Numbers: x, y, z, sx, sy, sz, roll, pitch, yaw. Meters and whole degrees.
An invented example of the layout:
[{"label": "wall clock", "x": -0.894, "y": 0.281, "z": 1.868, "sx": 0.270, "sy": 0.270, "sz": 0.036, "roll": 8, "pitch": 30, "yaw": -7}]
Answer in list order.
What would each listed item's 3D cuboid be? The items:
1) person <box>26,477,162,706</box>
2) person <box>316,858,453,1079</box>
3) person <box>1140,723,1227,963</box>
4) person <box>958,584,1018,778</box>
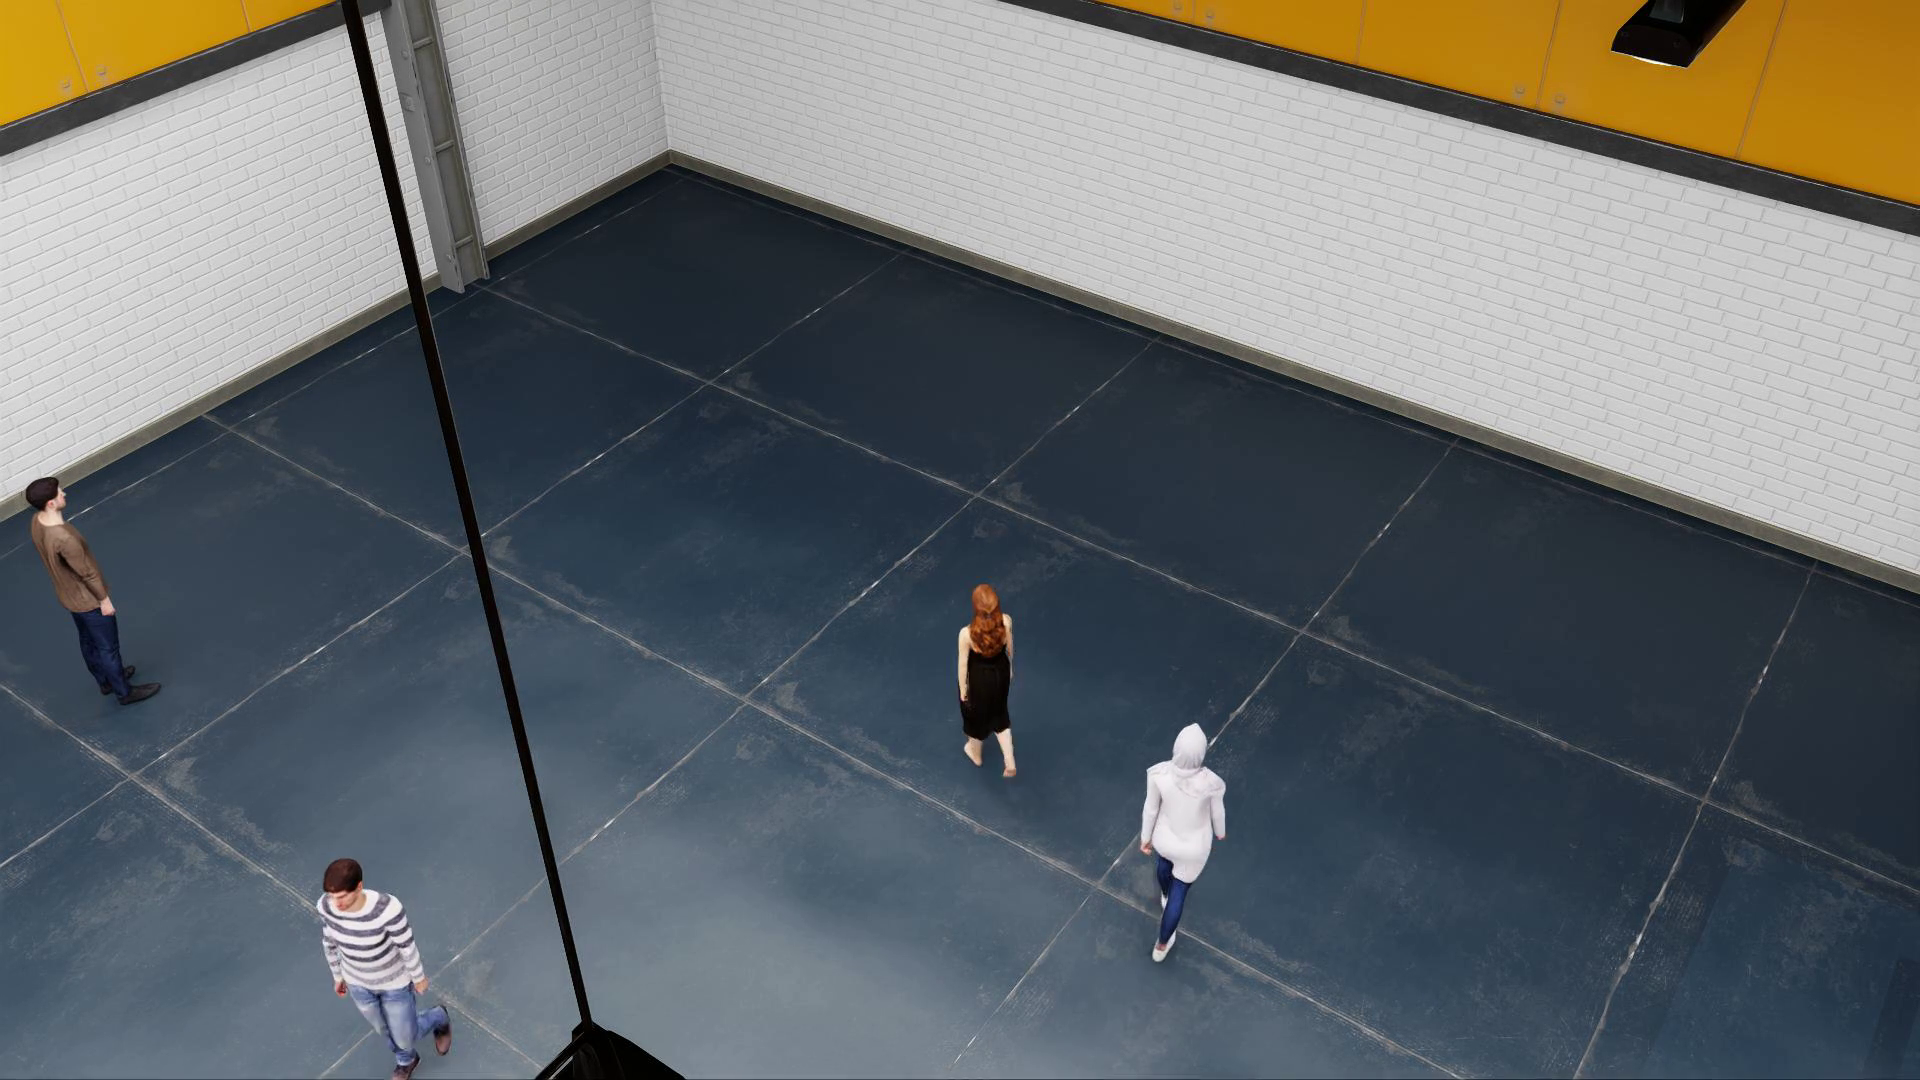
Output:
[{"label": "person", "x": -6.096, "y": 0.361, "z": 11.546, "sx": 0.649, "sy": 1.887, "sz": 0.550, "roll": 26, "pitch": 45, "yaw": 28}, {"label": "person", "x": -3.150, "y": 2.308, "z": 9.147, "sx": 0.797, "sy": 1.838, "sz": 0.861, "roll": 8, "pitch": 39, "yaw": 10}, {"label": "person", "x": 1.275, "y": 1.841, "z": 9.800, "sx": 0.712, "sy": 1.753, "sz": 0.932, "roll": 17, "pitch": 42, "yaw": 20}, {"label": "person", "x": 0.207, "y": 0.981, "z": 10.990, "sx": 0.844, "sy": 1.612, "sz": 0.852, "roll": -15, "pitch": 41, "yaw": -18}]
